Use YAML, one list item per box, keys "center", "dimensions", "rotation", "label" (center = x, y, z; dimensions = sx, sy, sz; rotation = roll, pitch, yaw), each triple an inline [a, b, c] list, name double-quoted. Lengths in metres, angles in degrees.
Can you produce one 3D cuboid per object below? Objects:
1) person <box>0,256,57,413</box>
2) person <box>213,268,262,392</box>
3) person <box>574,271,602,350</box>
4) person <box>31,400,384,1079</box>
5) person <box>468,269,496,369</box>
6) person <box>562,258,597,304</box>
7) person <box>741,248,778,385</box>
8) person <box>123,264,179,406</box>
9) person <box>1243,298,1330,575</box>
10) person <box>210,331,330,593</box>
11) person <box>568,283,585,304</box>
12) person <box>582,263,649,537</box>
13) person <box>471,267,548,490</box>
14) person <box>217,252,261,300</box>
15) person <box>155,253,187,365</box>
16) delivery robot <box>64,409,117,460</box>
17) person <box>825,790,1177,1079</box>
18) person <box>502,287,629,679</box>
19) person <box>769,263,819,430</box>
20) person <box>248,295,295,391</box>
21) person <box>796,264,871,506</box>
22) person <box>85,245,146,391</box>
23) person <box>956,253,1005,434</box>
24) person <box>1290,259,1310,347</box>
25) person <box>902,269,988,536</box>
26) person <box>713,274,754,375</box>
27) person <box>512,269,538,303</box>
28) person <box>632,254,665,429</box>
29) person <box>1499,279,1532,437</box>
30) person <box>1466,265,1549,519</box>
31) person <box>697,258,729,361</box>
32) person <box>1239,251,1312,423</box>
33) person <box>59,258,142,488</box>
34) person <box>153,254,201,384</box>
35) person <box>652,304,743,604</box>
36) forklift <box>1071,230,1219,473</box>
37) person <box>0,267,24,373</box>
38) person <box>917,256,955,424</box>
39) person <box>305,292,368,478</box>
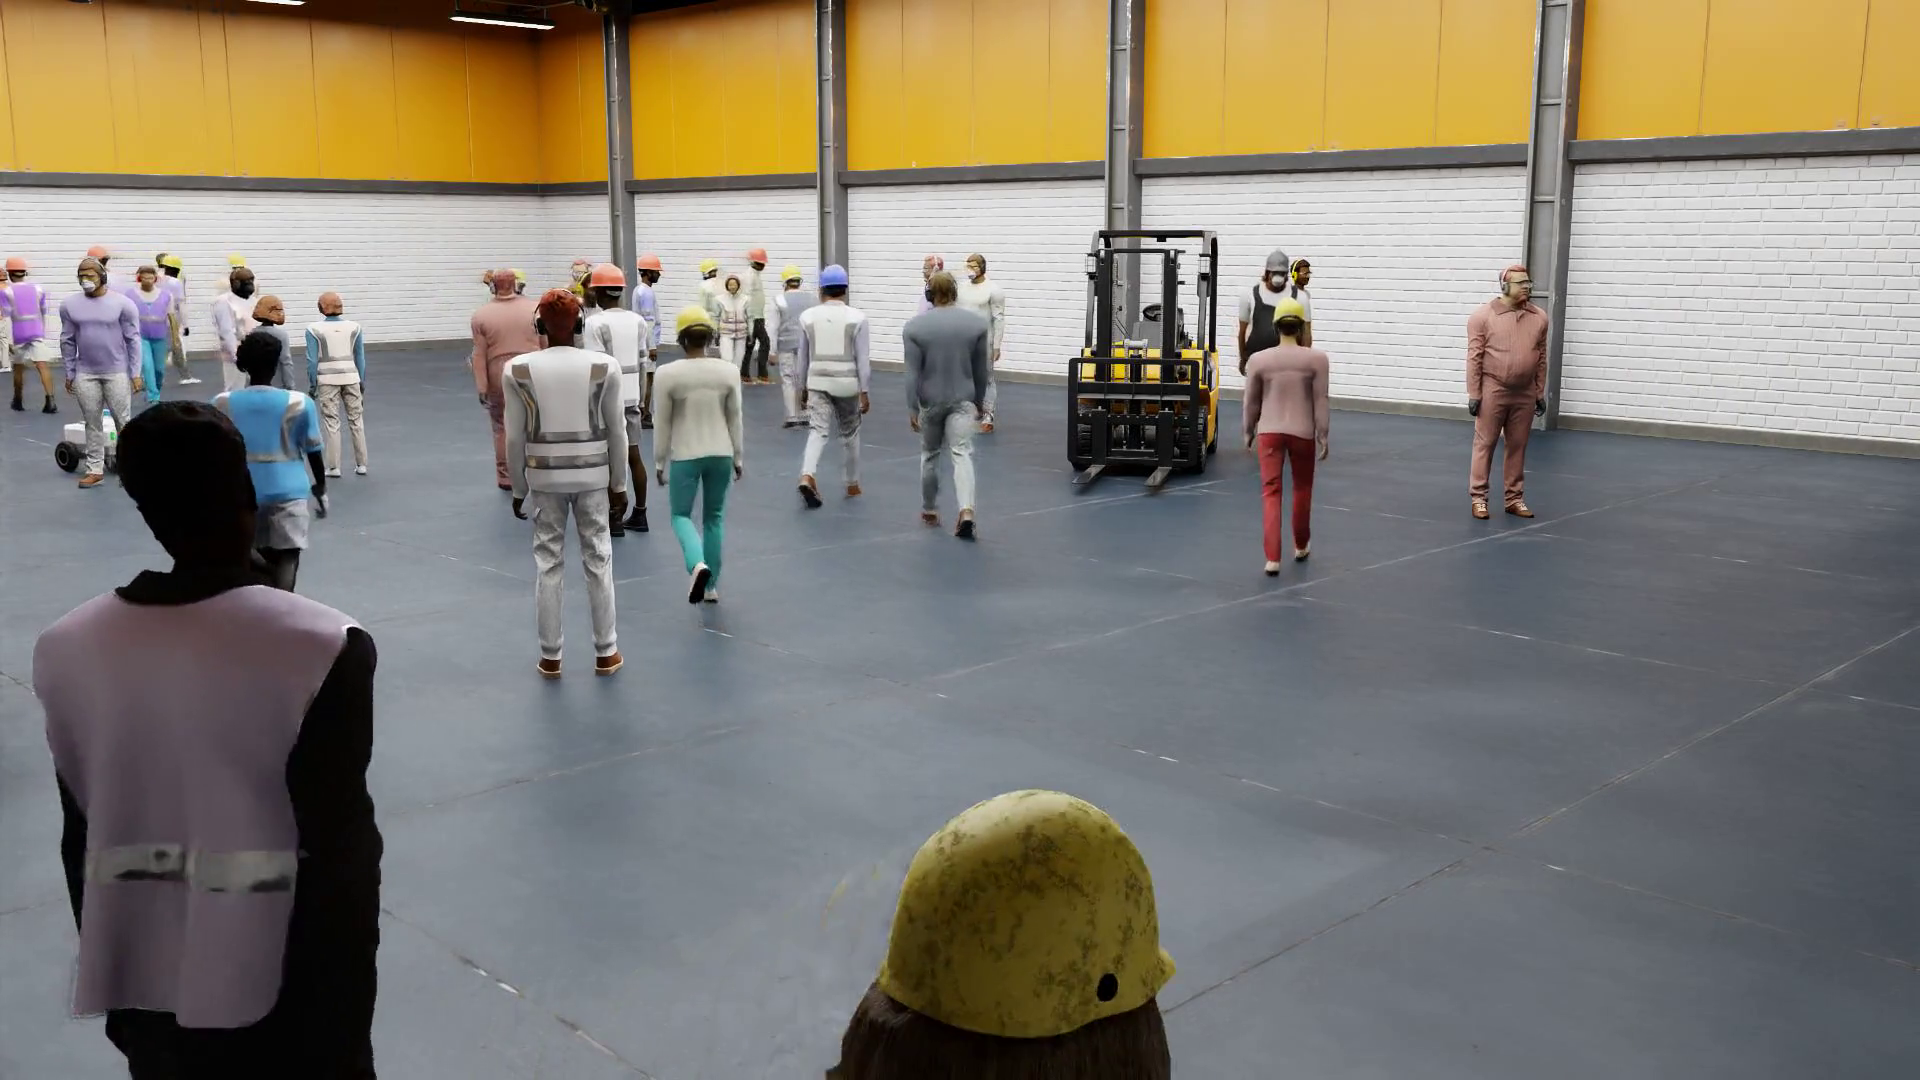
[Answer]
- center: [-11.251, -2.466, 20.040]
  dimensions: [1.033, 1.889, 0.545]
  rotation: [10, 14, 42]
  label: "person"
- center: [-7.076, -1.806, 16.650]
  dimensions: [0.821, 1.805, 0.631]
  rotation: [4, 11, 21]
  label: "person"
- center: [-3.383, -1.522, 15.084]
  dimensions: [0.972, 1.822, 0.527]
  rotation: [8, 13, 37]
  label: "person"
- center: [-1.168, 0.724, 2.643]
  dimensions: [0.623, 1.875, 0.458]
  rotation: [2, 11, 13]
  label: "person"
- center: [-7.191, -3.333, 25.458]
  dimensions: [0.610, 1.617, 0.509]
  rotation: [-2, 11, -13]
  label: "person"
- center: [-4.302, -2.328, 19.301]
  dimensions: [0.675, 1.874, 0.663]
  rotation: [-2, 11, -11]
  label: "person"
- center: [-2.861, -3.161, 23.629]
  dimensions: [0.708, 1.946, 0.704]
  rotation: [0, 10, 0]
  label: "person"
- center: [-9.925, -2.481, 20.389]
  dimensions: [0.584, 1.795, 0.836]
  rotation: [-7, 12, -33]
  label: "person"
- center: [2.091, -0.673, 10.670]
  dimensions: [0.546, 1.724, 0.861]
  rotation: [2, 11, 13]
  label: "person"
- center: [-3.496, -0.226, 8.414]
  dimensions: [0.538, 1.662, 0.845]
  rotation: [-2, 11, -9]
  label: "person"
- center: [-4.082, -1.937, 17.838]
  dimensions: [0.532, 1.620, 0.383]
  rotation: [-9, 13, -39]
  label: "person"
- center: [-2.473, -0.992, 11.837]
  dimensions: [0.373, 1.934, 0.551]
  rotation: [8, 13, 36]
  label: "person"
- center: [-3.676, -1.306, 13.713]
  dimensions: [0.649, 1.878, 0.809]
  rotation: [-3, 11, -17]
  label: "person"
- center: [-10.267, -3.142, 23.697]
  dimensions: [0.599, 1.898, 0.780]
  rotation: [-9, 14, -40]
  label: "person"
- center: [-13.117, -3.823, 27.547]
  dimensions: [0.429, 1.840, 0.624]
  rotation: [5, 12, 26]
  label: "person"
- center: [-7.766, -0.941, 15.072]
  dimensions: [0.707, 0.478, 0.477]
  rotation: [5, 12, 27]
  label: "delivery robot"
- center: [-0.058, 1.051, 1.316]
  dimensions: [0.507, 1.718, 0.682]
  rotation: [10, 14, 43]
  label: "person"
- center: [-1.885, -0.266, 8.021]
  dimensions: [0.575, 1.885, 0.355]
  rotation: [-2, 11, -11]
  label: "person"
- center: [-1.828, -2.123, 18.294]
  dimensions: [0.597, 1.833, 0.403]
  rotation: [-6, 12, -29]
  label: "person"
- center: [-5.804, -1.248, 14.061]
  dimensions: [0.503, 1.632, 0.274]
  rotation: [6, 12, 31]
  label: "person"
- center: [-1.029, -1.228, 13.224]
  dimensions: [0.624, 1.913, 0.939]
  rotation: [2, 11, 12]
  label: "person"
- center: [-11.528, -3.003, 22.638]
  dimensions: [0.971, 2.014, 0.626]
  rotation: [1, 10, 7]
  label: "person"
- center: [0.188, -2.107, 17.911]
  dimensions: [0.627, 1.940, 0.375]
  rotation: [7, 13, 35]
  label: "person"
- center: [3.693, -2.122, 18.183]
  dimensions: [0.316, 1.870, 0.531]
  rotation: [9, 13, 39]
  label: "person"
- center: [-0.093, -0.985, 11.927]
  dimensions: [0.632, 1.902, 0.987]
  rotation: [-1, 10, -7]
  label: "person"
- center: [-2.953, -2.651, 21.749]
  dimensions: [0.511, 1.623, 0.398]
  rotation: [-5, 11, -24]
  label: "person"
- center: [-5.256, -2.338, 19.723]
  dimensions: [0.525, 1.746, 0.599]
  rotation: [-8, 13, -36]
  label: "person"
- center: [-3.429, -2.186, 18.390]
  dimensions: [0.383, 1.930, 0.540]
  rotation: [-3, 11, -16]
  label: "person"
- center: [5.877, -1.931, 17.635]
  dimensions: [0.318, 1.691, 0.535]
  rotation: [3, 11, 17]
  label: "person"
- center: [4.138, -1.111, 12.557]
  dimensions: [0.641, 1.913, 0.407]
  rotation: [-2, 11, -10]
  label: "person"
- center: [-3.498, -3.043, 23.379]
  dimensions: [0.610, 1.798, 0.734]
  rotation: [-10, 14, -42]
  label: "person"
- center: [3.063, -1.841, 16.183]
  dimensions: [0.685, 2.000, 1.035]
  rotation: [1, 10, 3]
  label: "person"
- center: [-7.260, -1.405, 14.085]
  dimensions: [0.635, 1.937, 0.353]
  rotation: [-1, 10, -7]
  label: "person"
- center: [-11.216, -3.101, 23.523]
  dimensions: [0.599, 1.878, 0.975]
  rotation: [5, 12, 27]
  label: "person"
- center: [-1.472, -0.466, 9.499]
  dimensions: [0.531, 1.750, 0.554]
  rotation: [-4, 11, -23]
  label: "person"
- center: [1.804, -1.825, 15.677]
  dimensions: [1.214, 2.155, 2.313]
  rotation: [2, 11, 13]
  label: "forklift"
- center: [-14.883, -3.427, 25.929]
  dimensions: [0.310, 1.640, 0.514]
  rotation: [4, 11, 20]
  label: "person"
- center: [-0.286, -2.170, 18.342]
  dimensions: [0.405, 1.906, 0.652]
  rotation: [-4, 11, -19]
  label: "person"
- center: [-5.500, -1.367, 14.695]
  dimensions: [0.515, 1.640, 0.314]
  rotation: [-8, 13, -39]
  label: "person"
